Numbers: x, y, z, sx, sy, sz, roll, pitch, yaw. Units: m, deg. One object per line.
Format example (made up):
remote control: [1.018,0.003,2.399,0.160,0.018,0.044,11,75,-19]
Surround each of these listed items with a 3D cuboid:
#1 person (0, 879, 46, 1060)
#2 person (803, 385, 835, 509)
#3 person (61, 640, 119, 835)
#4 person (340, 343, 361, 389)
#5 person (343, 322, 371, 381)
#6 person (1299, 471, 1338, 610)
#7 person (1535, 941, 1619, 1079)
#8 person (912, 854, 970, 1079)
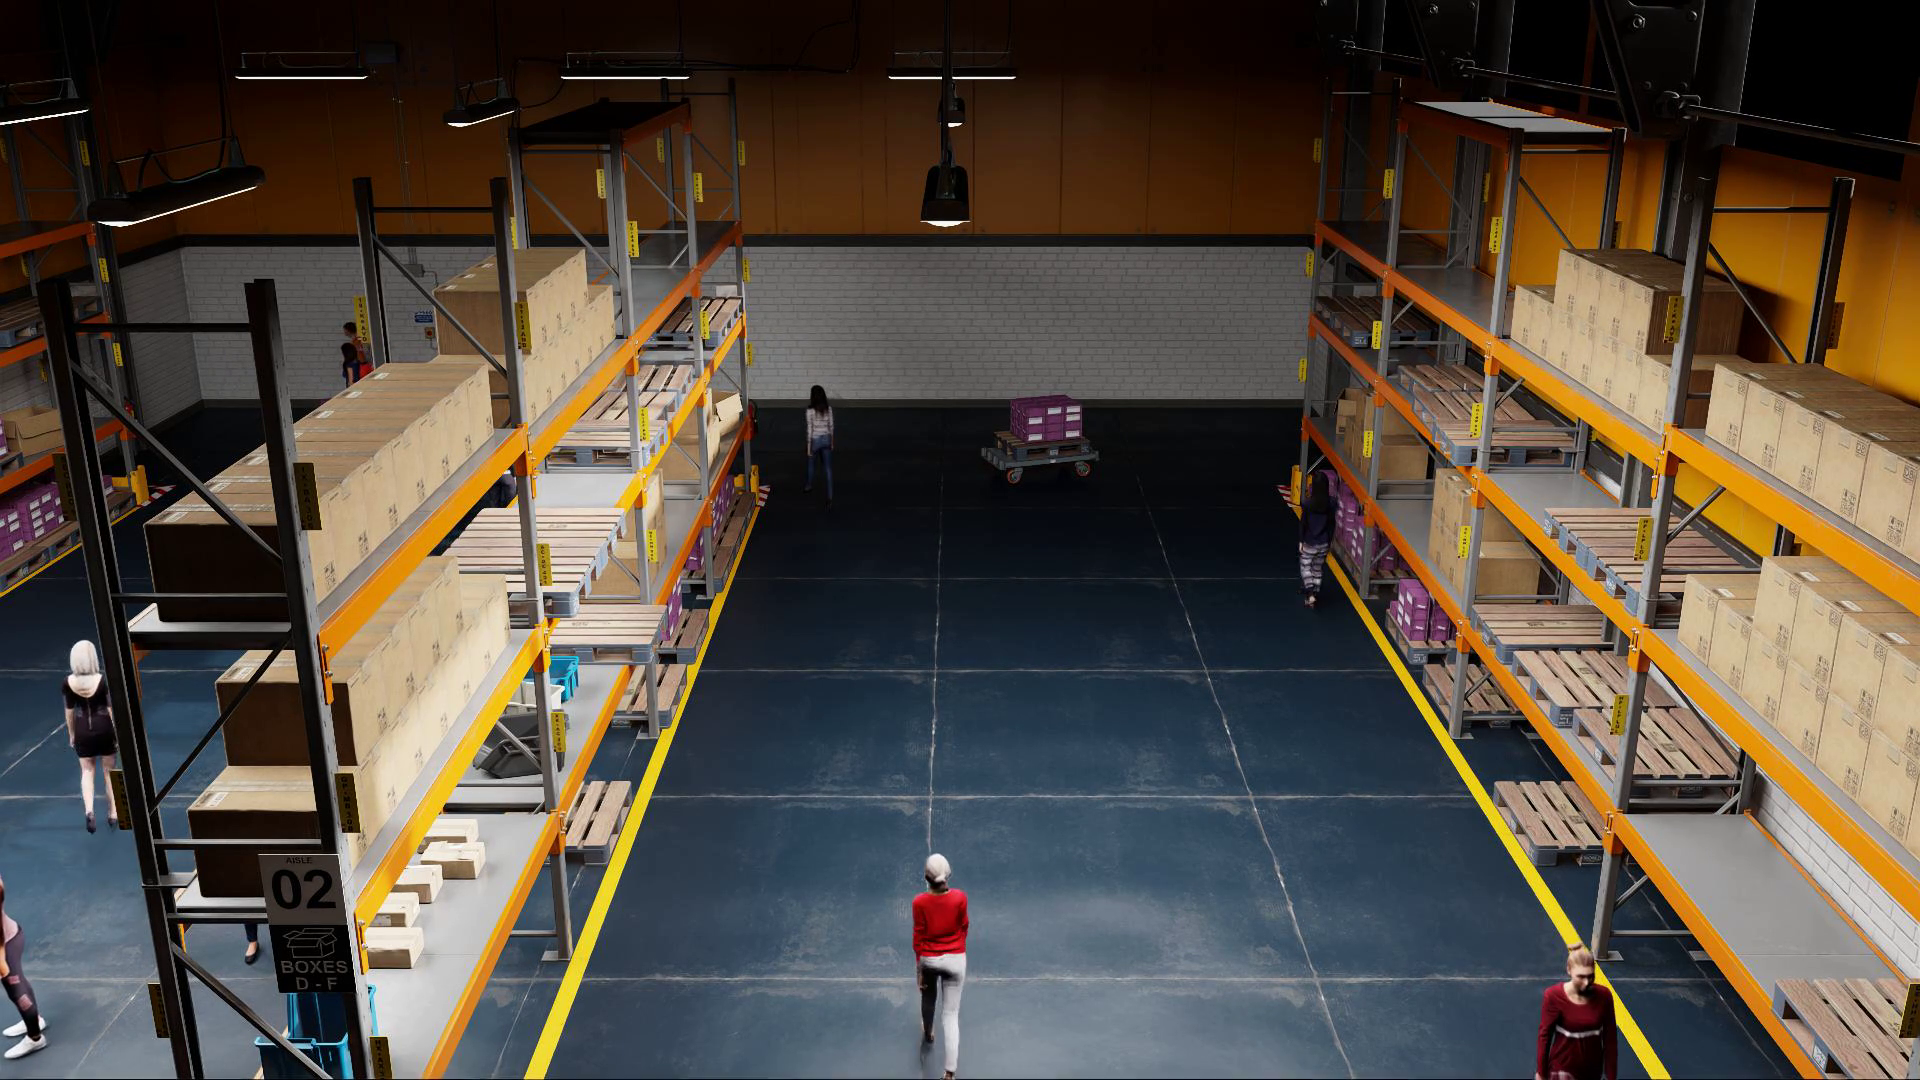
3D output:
person: [-6.721,2.837,11.716,0.717,1.643,0.622,-11,22,-30]
person: [-1.965,-1.288,23.819,0.995,1.737,1.225,-10,21,-27]
person: [-7.621,1.771,14.609,0.719,1.816,0.930,-4,19,-12]
person: [-9.669,-2.264,26.616,0.774,1.800,0.601,-2,19,-7]
person: [-10.230,-2.887,28.528,0.813,1.762,0.463,4,19,11]
person: [4.297,0.039,19.896,0.631,1.726,0.679,-2,19,-7]
person: [3.815,3.265,10.405,0.702,1.669,1.026,-2,19,-7]
person: [-0.103,2.966,11.329,0.625,1.645,1.143,-2,19,-6]
